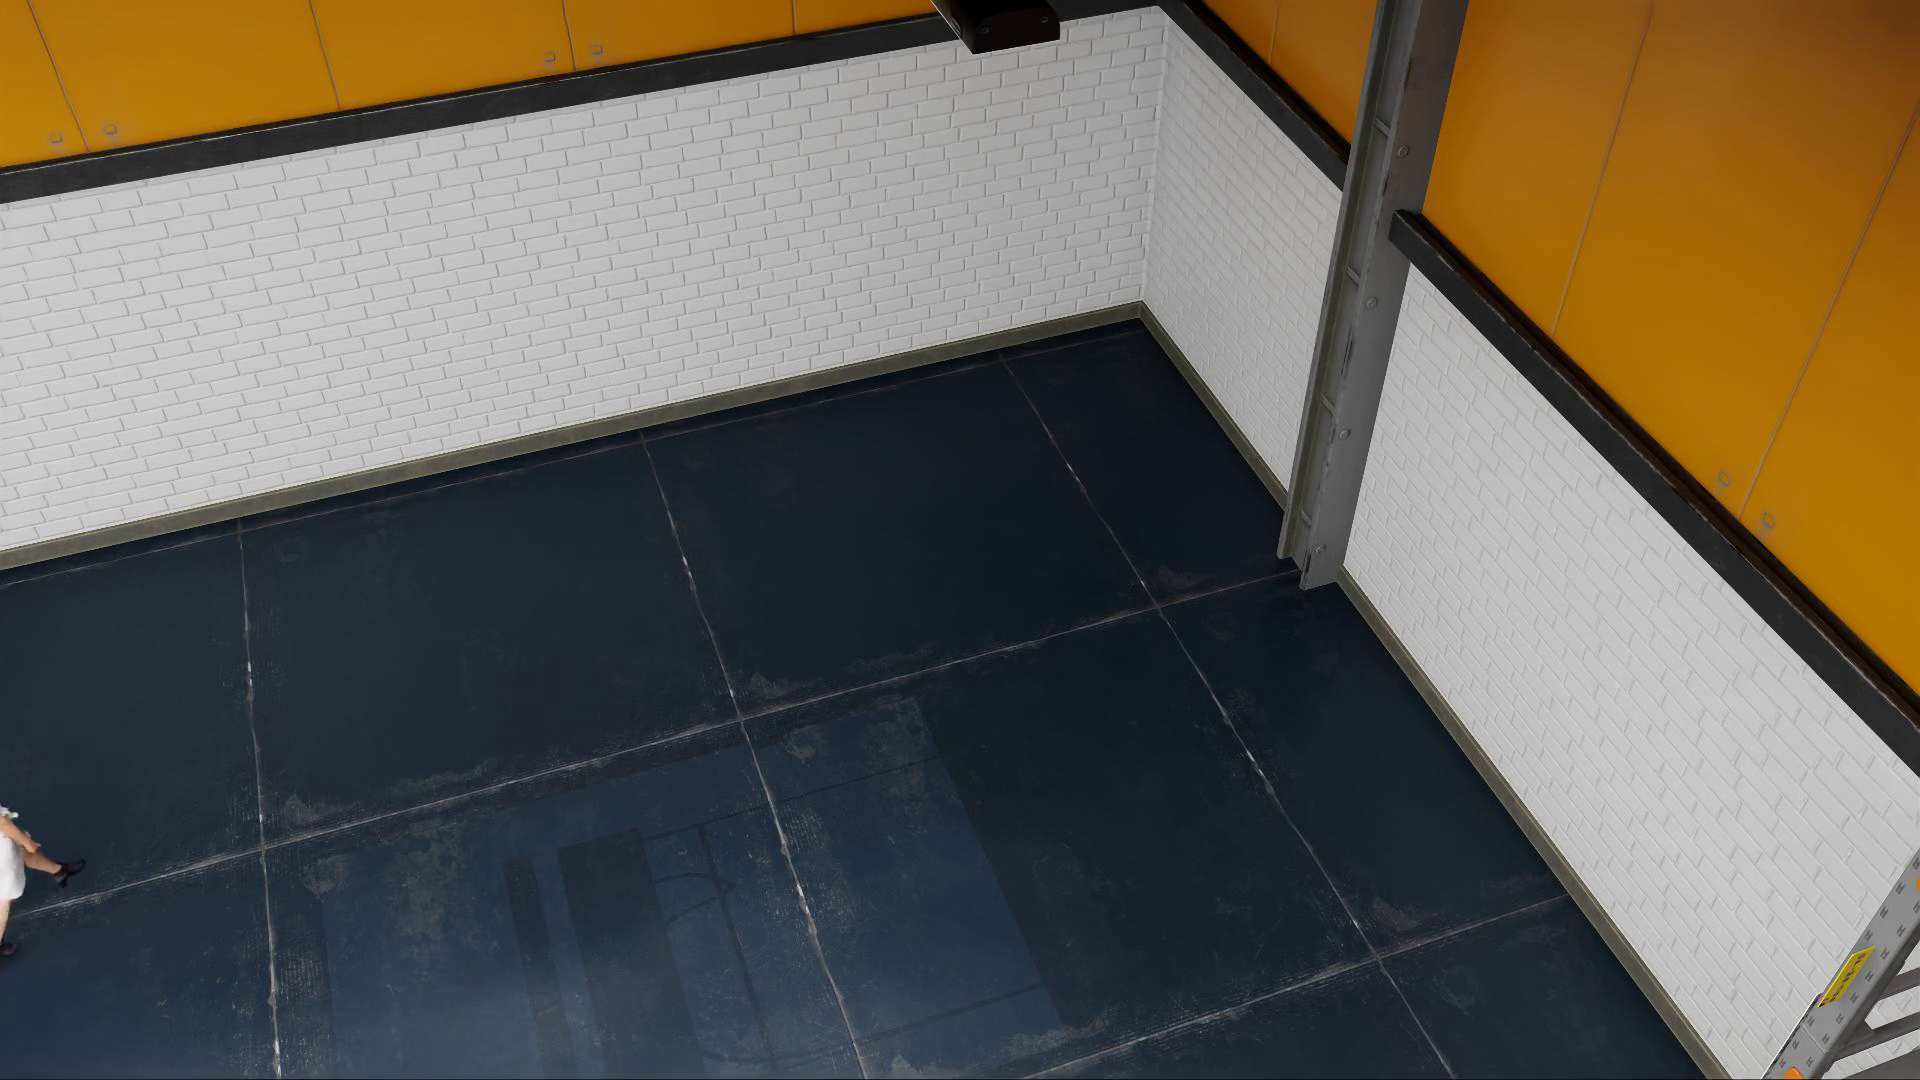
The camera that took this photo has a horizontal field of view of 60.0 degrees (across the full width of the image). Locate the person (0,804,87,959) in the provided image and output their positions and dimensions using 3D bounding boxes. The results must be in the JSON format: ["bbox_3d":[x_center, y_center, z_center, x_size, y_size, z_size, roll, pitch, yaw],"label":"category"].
[{"bbox_3d":[-5.405,1.740,9.196,0.974,1.515,1.069,15,46,15],"label":"person"}]
